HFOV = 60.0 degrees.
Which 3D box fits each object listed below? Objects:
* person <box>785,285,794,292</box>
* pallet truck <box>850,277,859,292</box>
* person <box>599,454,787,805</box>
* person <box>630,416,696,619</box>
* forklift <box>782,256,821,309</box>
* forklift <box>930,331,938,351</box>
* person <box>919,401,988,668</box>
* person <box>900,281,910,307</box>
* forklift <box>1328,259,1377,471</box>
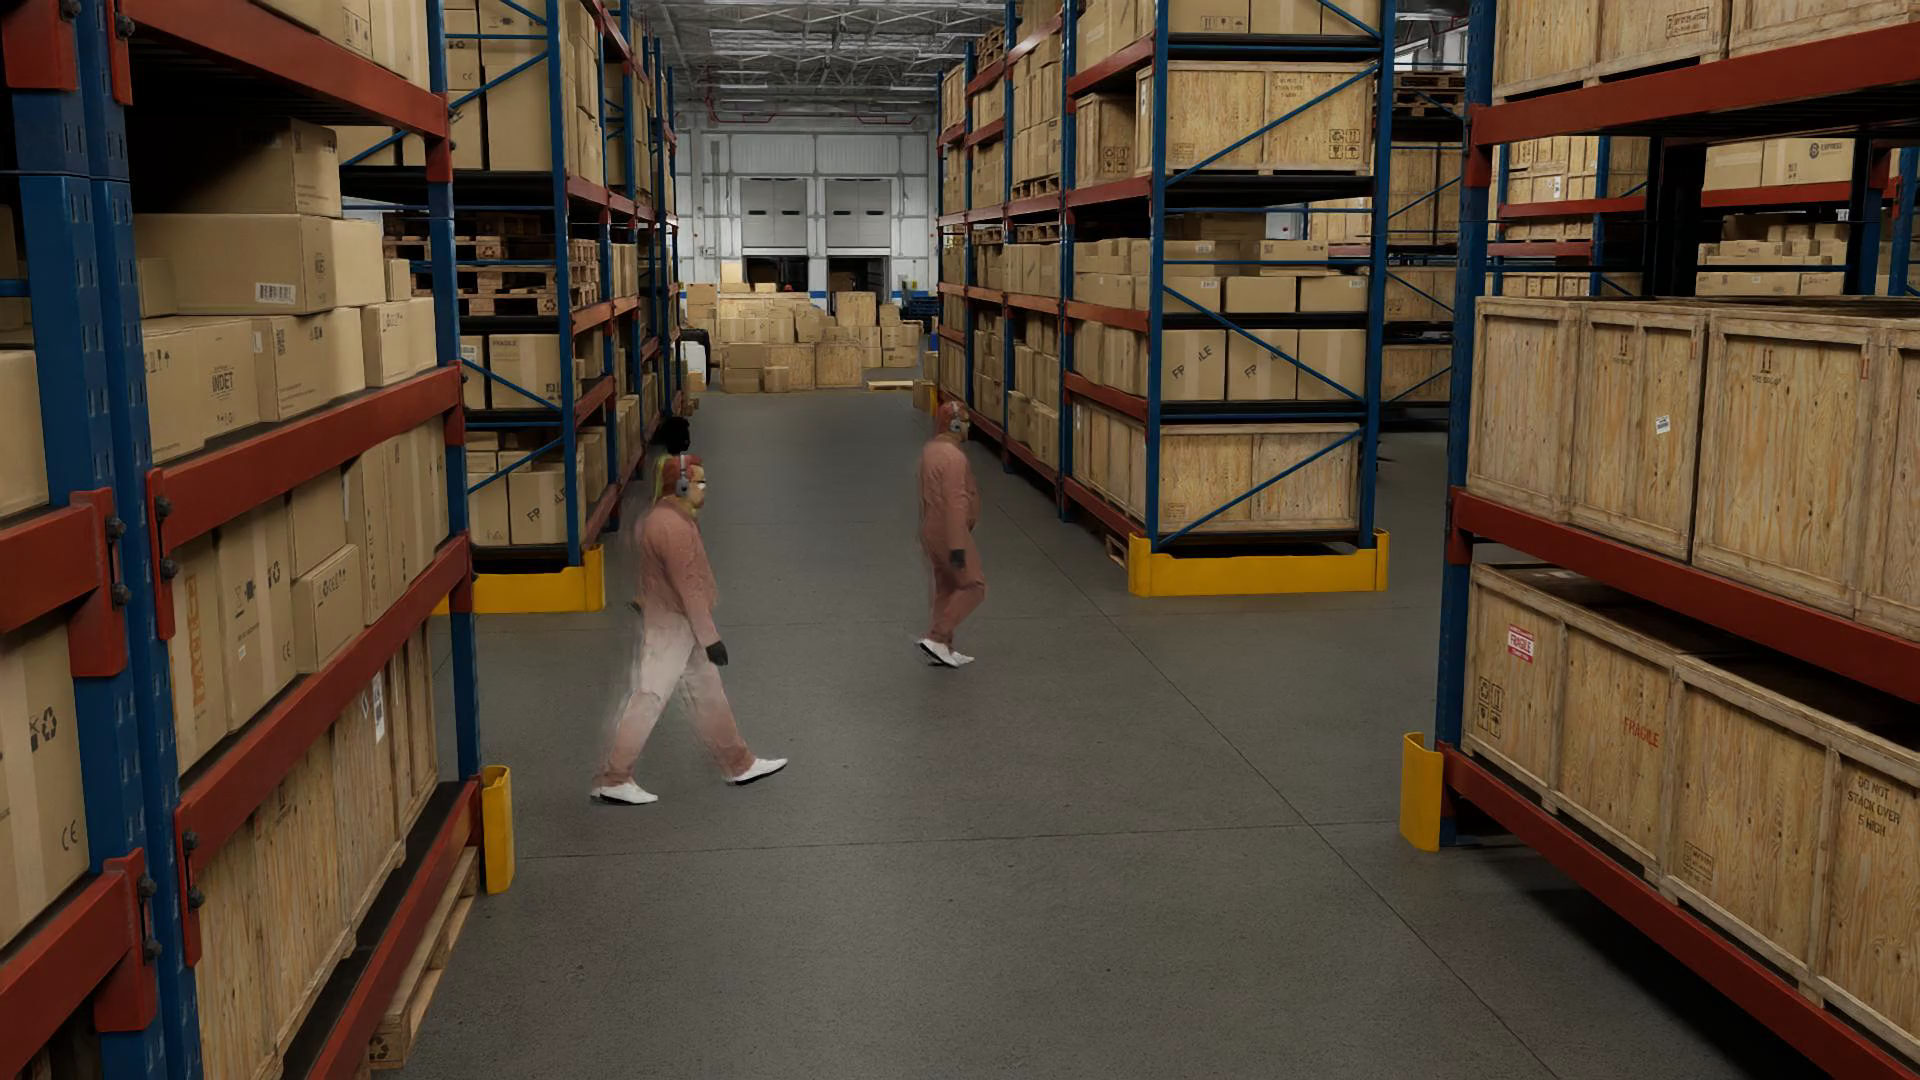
[{"bbox_3d":[-5.435,-7.230,53.470,0.831,1.904,0.579,-2,10,-9],"label":"person"},{"bbox_3d":[-3.782,-9.391,65.808,1.885,1.965,0.823,2,10,10],"label":"pallet truck"},{"bbox_3d":[-1.461,0.475,8.807,1.013,1.852,0.659,-1,10,-9],"label":"person"},{"bbox_3d":[-2.188,-0.097,12.590,0.516,1.684,0.550,-3,10,-16],"label":"person"},{"bbox_3d":[-5.849,-8.759,59.557,1.129,2.768,1.873,-6,12,-33],"label":"forklift"},{"bbox_3d":[0.242,-5.144,38.515,1.129,2.768,1.873,-8,13,-39],"label":"forklift"},{"bbox_3d":[-0.043,-0.025,11.591,0.434,1.887,0.667,-3,10,-16],"label":"person"},{"bbox_3d":[-1.989,-8.834,62.842,0.827,1.917,0.637,-4,11,-24],"label":"person"},{"bbox_3d":[4.845,-2.410,22.595,1.129,2.768,1.873,-1,10,-7],"label":"forklift"}]
